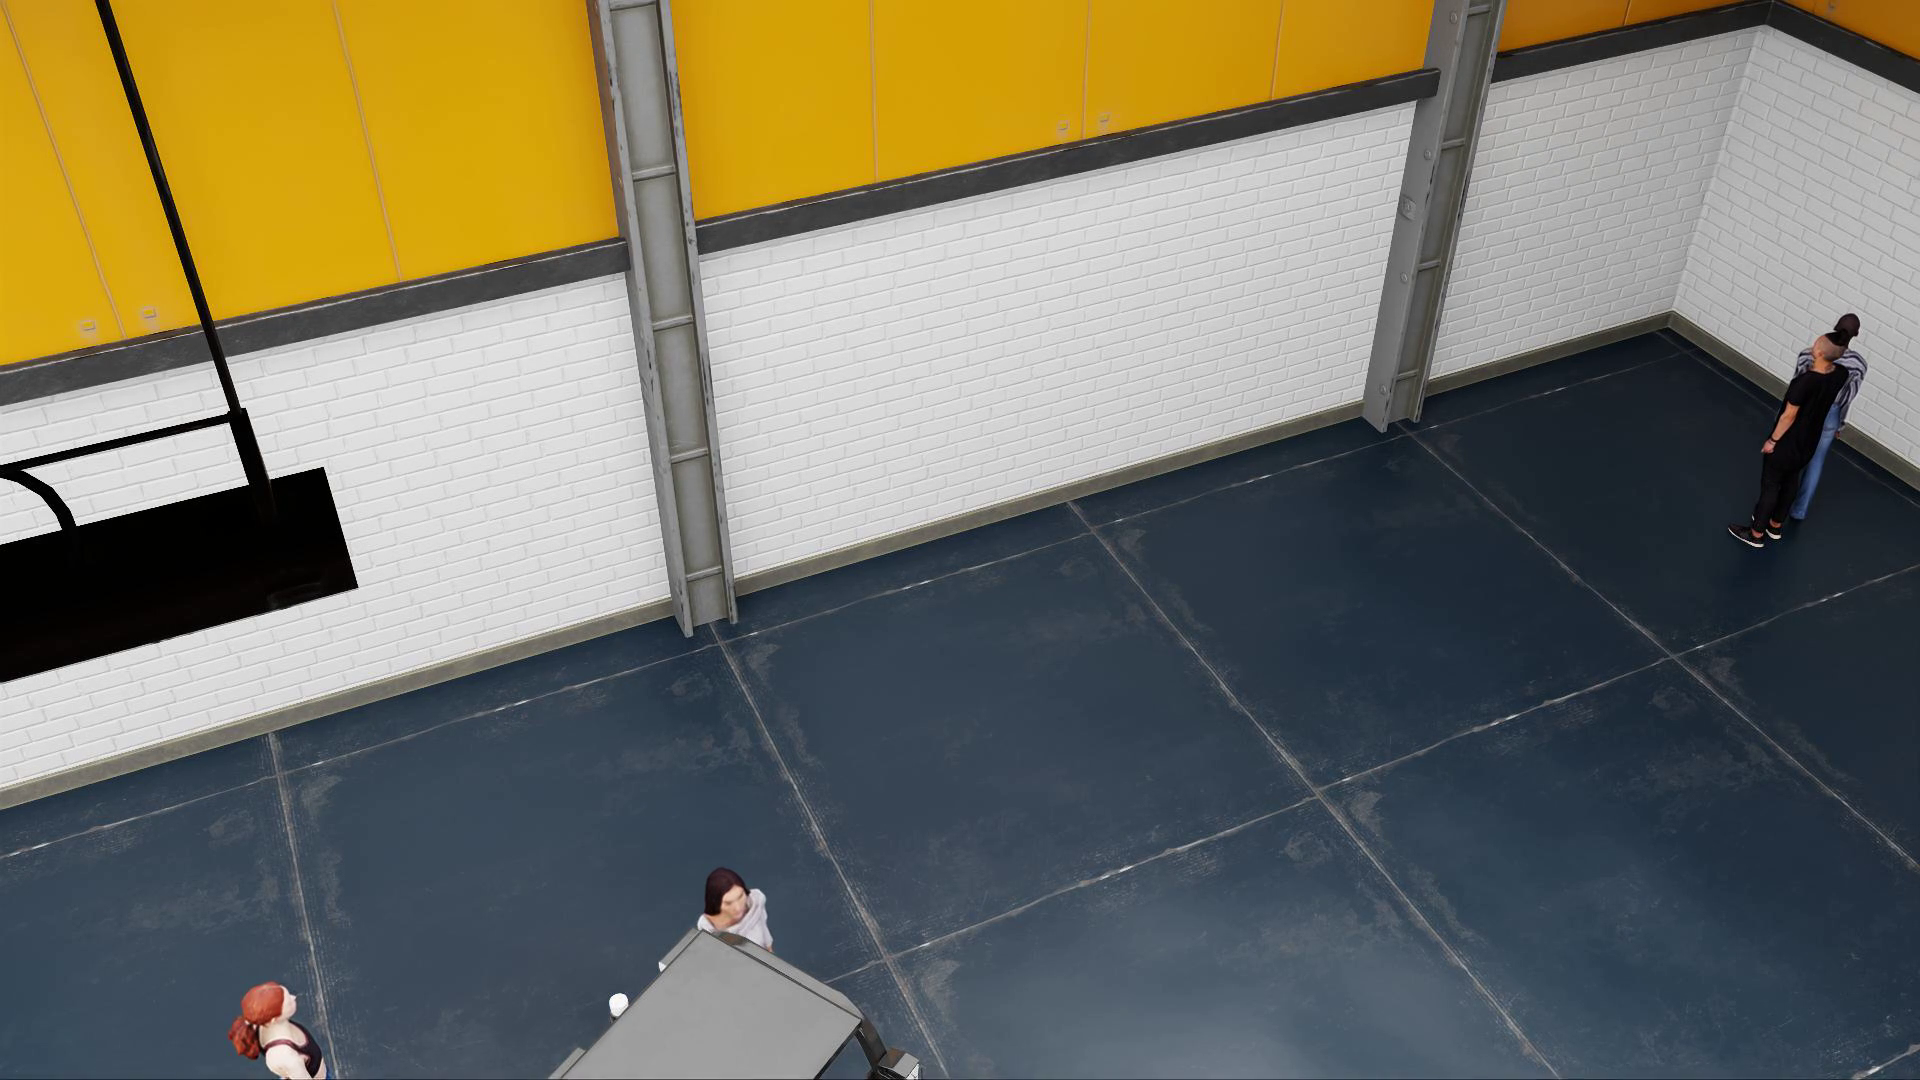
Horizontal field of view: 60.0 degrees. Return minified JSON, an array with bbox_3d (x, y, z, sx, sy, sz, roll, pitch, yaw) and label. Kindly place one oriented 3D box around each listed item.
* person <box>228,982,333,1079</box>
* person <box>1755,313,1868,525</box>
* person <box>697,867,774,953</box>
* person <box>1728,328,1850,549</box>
[{"bbox_3d":[-3.066,2.677,7.879,0.679,1.785,0.645,-30,48,-32],"label":"person"},{"bbox_3d":[6.321,-0.886,12.333,0.696,1.794,0.756,12,40,15],"label":"person"},{"bbox_3d":[-1.162,2.246,8.541,0.724,1.633,0.568,32,48,33],"label":"person"},{"bbox_3d":[6.094,-0.766,12.127,0.537,1.865,0.756,-20,43,-23],"label":"person"}]
